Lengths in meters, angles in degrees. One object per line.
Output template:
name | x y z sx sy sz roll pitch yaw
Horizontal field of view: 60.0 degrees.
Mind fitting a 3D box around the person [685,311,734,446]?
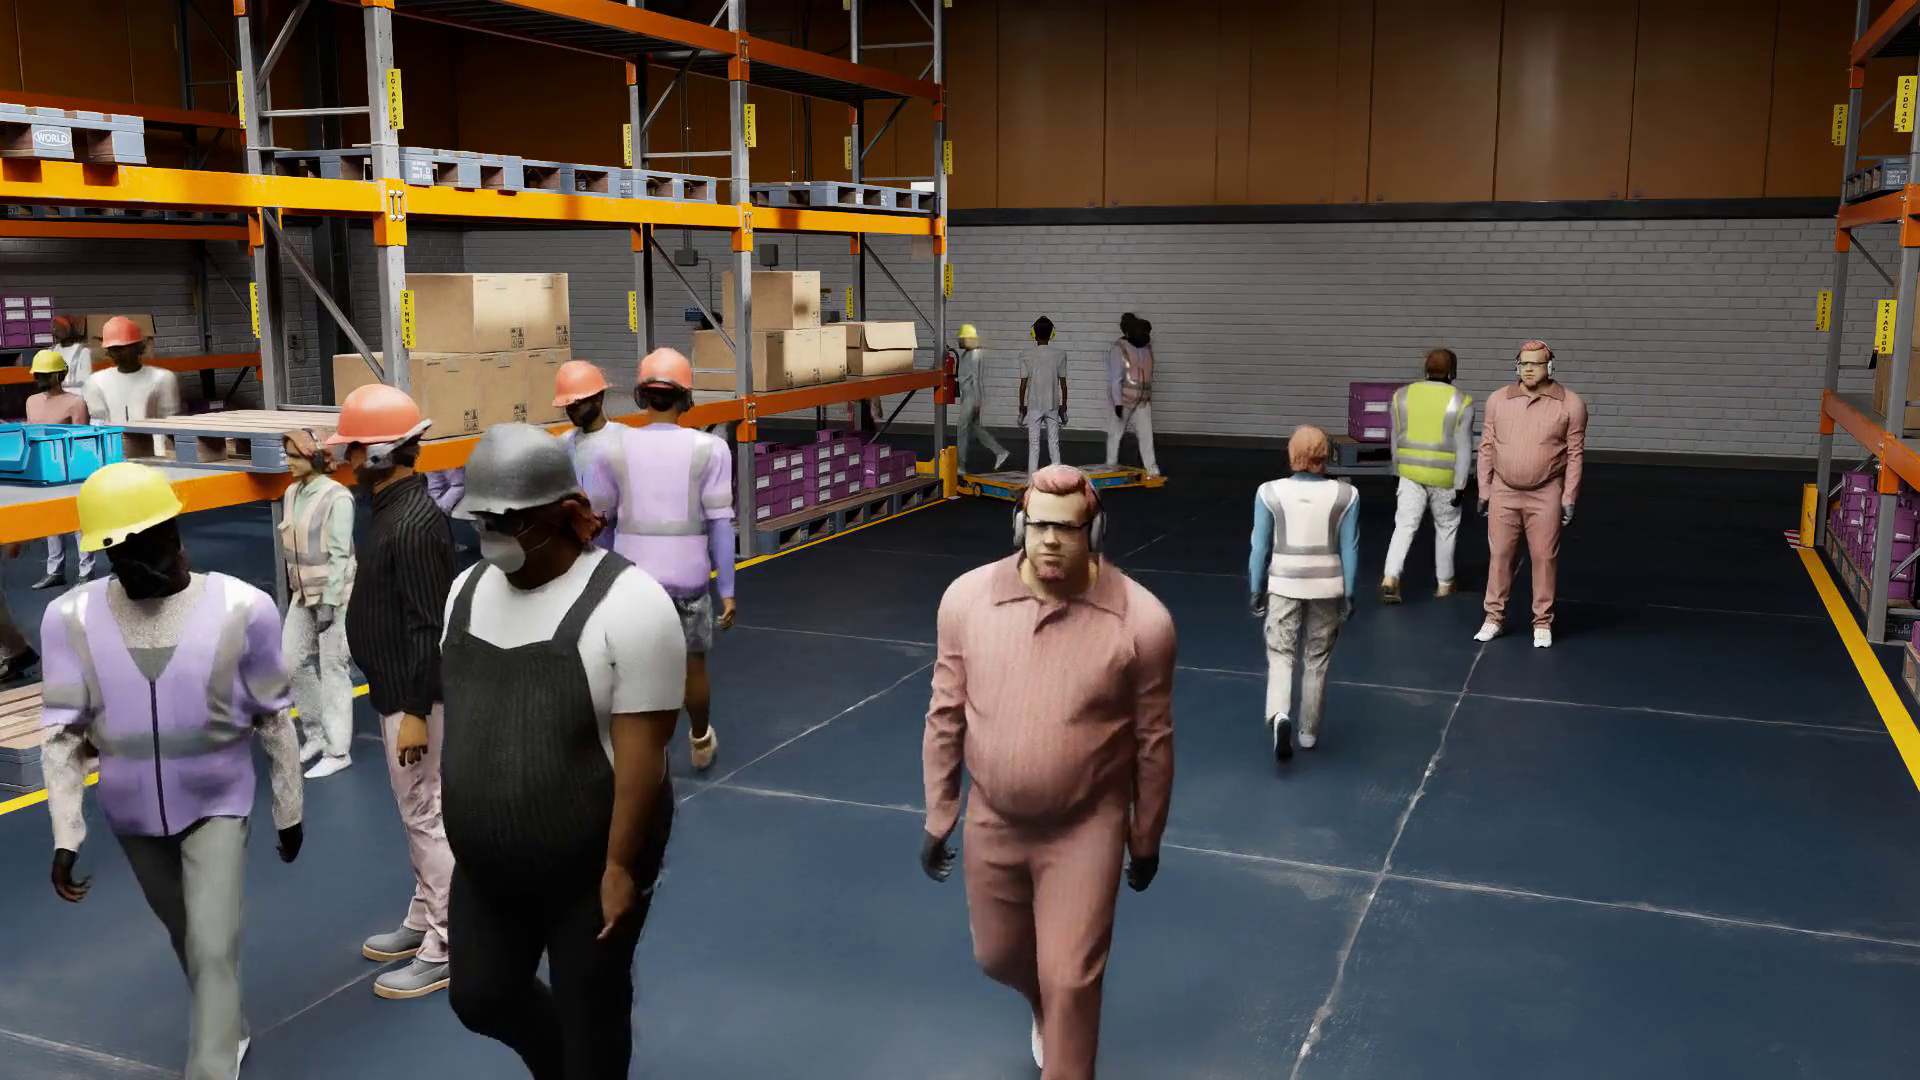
person | -2.447 -1.280 16.332 0.605 1.934 0.900 5 10 26

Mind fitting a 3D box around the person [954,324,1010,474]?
person | 0.197 -1.601 18.951 0.743 1.720 0.504 -1 9 -9

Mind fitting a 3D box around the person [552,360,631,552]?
person | -1.808 0.053 8.351 0.565 1.906 0.451 7 11 35

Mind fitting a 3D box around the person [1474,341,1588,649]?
person | 3.532 -0.272 10.369 0.651 1.922 0.420 5 11 29

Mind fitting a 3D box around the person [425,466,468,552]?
person | -4.236 -0.783 13.470 0.643 1.888 0.550 5 11 30

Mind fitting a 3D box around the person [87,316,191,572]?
person | -5.696 -0.543 11.582 0.614 2.027 0.574 -1 9 -4

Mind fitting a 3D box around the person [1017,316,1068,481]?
person | 0.824 -1.282 16.529 0.507 1.872 0.329 -1 9 -7

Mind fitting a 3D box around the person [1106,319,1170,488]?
person | 1.877 -1.441 17.707 0.646 1.791 0.944 -5 11 -30

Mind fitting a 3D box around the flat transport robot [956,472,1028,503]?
flat transport robot | 0.620 -0.524 16.764 0.652 0.197 1.431 -6 11 -33

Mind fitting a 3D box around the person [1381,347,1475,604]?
person | 3.282 -0.448 11.689 0.634 1.812 0.916 7 11 35

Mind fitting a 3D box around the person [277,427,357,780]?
person | -2.980 0.290 7.740 0.546 1.632 0.374 7 12 37

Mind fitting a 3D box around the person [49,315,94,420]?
person | -9.046 -1.346 16.908 0.613 1.870 0.417 4 10 22

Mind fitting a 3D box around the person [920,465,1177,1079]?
person | 0.247 0.713 4.417 0.646 1.876 0.819 3 10 19

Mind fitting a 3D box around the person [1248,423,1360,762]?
person | 1.639 0.260 7.940 0.521 1.622 0.644 2 10 11

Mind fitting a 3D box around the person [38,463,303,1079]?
person | -2.094 0.719 4.426 0.594 1.853 1.047 -2 10 -10

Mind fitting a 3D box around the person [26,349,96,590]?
person | -6.579 -0.505 12.132 0.522 1.768 0.313 2 10 11

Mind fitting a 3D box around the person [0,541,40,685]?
person | -5.543 -0.052 9.314 0.632 1.792 0.478 8 12 41

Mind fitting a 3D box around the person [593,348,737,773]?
person | -1.314 0.148 7.470 0.640 1.995 0.994 -1 9 -4

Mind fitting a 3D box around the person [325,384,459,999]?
person | -1.819 0.486 5.438 0.388 1.990 0.623 -4 10 -23

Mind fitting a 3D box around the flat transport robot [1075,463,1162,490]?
flat transport robot | 1.363 -0.650 17.528 1.431 0.197 0.652 -6 11 -30

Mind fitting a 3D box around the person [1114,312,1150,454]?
person | 2.148 -1.916 20.616 0.530 1.803 0.975 -3 10 -18

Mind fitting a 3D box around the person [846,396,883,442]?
person | -0.985 -1.470 18.079 0.634 1.722 0.557 -4 10 -24

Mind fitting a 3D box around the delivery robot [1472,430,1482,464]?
delivery robot | 5.678 -0.962 18.264 0.707 0.478 0.477 0 10 0
